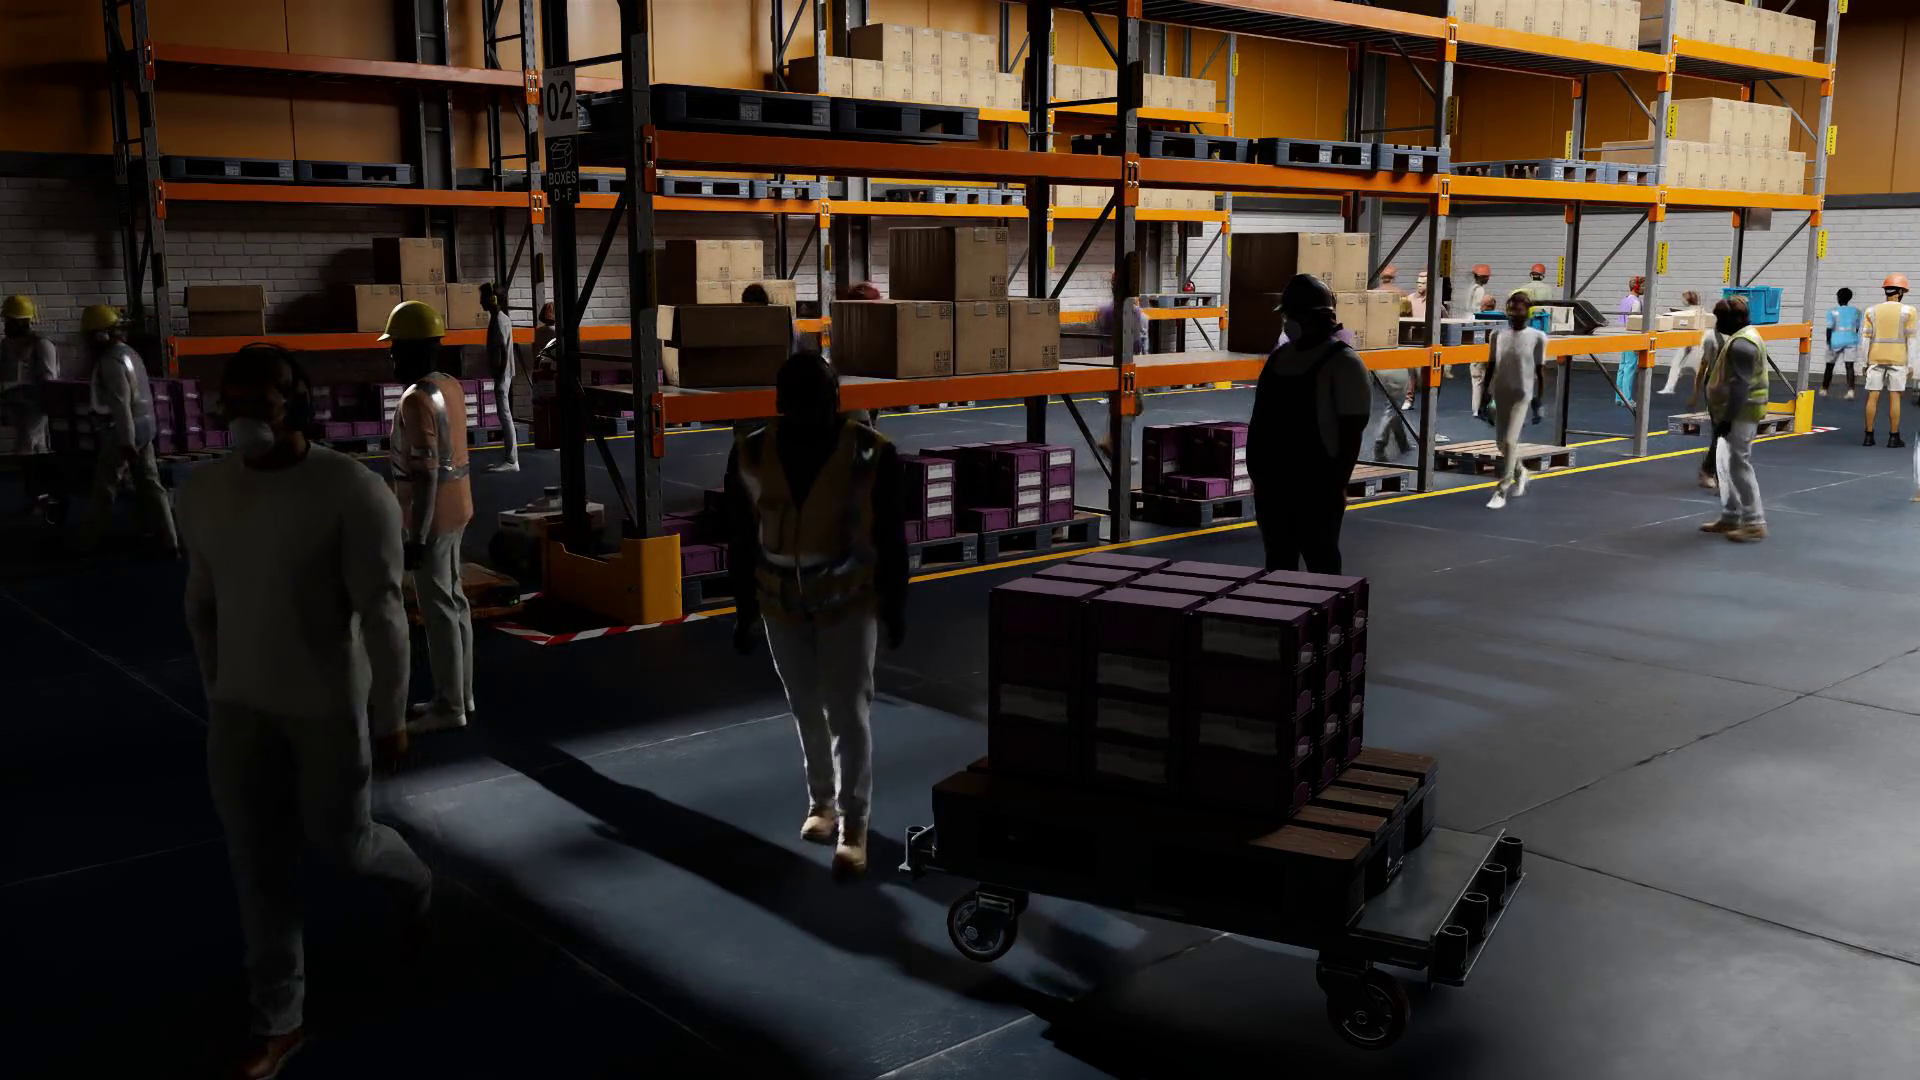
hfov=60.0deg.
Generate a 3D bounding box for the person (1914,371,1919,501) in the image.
[{"bbox_3d":[8.558,-1.255,14.473,0.667,1.852,0.346,-5,11,-26],"label":"person"}]

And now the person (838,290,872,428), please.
[{"bbox_3d":[-0.832,-1.028,13.122,0.341,1.872,0.612,-2,10,-10],"label":"person"}]

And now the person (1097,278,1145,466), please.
[{"bbox_3d":[1.601,-1.728,16.717,0.501,2.028,0.606,-7,12,-35],"label":"person"}]

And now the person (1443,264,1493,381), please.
[{"bbox_3d":[8.687,-3.689,28.305,0.999,2.002,0.621,1,10,6],"label":"person"}]

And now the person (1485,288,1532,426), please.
[{"bbox_3d":[6.873,-2.266,20.711,0.756,1.745,0.530,-4,10,-21],"label":"person"}]

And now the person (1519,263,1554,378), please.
[{"bbox_3d":[10.017,-3.808,28.964,0.622,1.994,0.381,6,11,31],"label":"person"}]

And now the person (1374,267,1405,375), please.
[{"bbox_3d":[7.095,-3.565,27.721,0.614,1.934,1.065,2,10,10],"label":"person"}]

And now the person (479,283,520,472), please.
[{"bbox_3d":[-4.544,-1.596,16.399,0.309,1.864,0.534,-3,10,-15],"label":"person"}]

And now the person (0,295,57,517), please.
[{"bbox_3d":[-7.599,-1.075,13.501,0.666,1.810,0.512,6,12,32],"label":"person"}]

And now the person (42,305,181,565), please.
[{"bbox_3d":[-5.881,-0.712,11.439,0.906,1.782,0.599,-2,10,-10],"label":"person"}]

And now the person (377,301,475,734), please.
[{"bbox_3d":[-2.380,-0.099,7.448,0.366,1.926,0.592,-1,10,-4],"label":"person"}]

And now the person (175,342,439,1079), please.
[{"bbox_3d":[-1.729,0.420,4.472,0.634,1.917,0.792,2,10,12],"label":"person"}]

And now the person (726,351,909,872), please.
[{"bbox_3d":[-0.511,0.242,5.846,0.631,1.803,0.729,2,10,13],"label":"person"}]

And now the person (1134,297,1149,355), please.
[{"bbox_3d":[2.296,-2.533,22.595,0.540,1.627,0.368,4,11,24],"label":"person"}]

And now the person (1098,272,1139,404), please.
[{"bbox_3d":[2.257,-2.879,23.786,0.407,1.910,0.639,-7,12,-36],"label":"person"}]

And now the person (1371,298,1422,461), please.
[{"bbox_3d":[4.584,-1.687,17.432,0.921,1.692,0.503,-8,12,-38],"label":"person"}]

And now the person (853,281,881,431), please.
[{"bbox_3d":[-0.912,-1.238,14.157,0.593,1.913,0.557,-9,13,-44],"label":"person"}]

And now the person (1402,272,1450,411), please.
[{"bbox_3d":[6.348,-2.706,22.790,0.643,1.905,0.400,6,12,33],"label":"person"}]

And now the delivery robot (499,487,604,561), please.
[{"bbox_3d":[-2.766,-0.119,11.304,0.477,0.478,0.707,7,12,37],"label":"delivery robot"}]

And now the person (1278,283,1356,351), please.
[{"bbox_3d":[2.771,-0.988,12.676,0.674,1.913,0.646,-9,13,-42],"label":"person"}]

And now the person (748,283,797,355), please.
[{"bbox_3d":[-1.754,-1.330,14.767,0.658,1.893,0.458,5,11,28],"label":"person"}]

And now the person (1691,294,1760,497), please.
[{"bbox_3d":[6.856,-1.303,14.916,0.532,1.802,0.960,0,10,-1],"label":"person"}]

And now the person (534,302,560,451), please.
[{"bbox_3d":[-4.468,-1.786,18.222,0.500,1.629,0.271,8,13,40],"label":"person"}]

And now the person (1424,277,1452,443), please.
[{"bbox_3d":[5.446,-2.079,19.060,0.390,1.921,0.591,2,10,12],"label":"person"}]

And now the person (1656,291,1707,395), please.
[{"bbox_3d":[11.218,-3.006,25.446,0.848,1.596,0.522,2,10,12],"label":"person"}]

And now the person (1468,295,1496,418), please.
[{"bbox_3d":[6.949,-2.430,22.033,0.527,1.606,0.798,3,10,15],"label":"person"}]

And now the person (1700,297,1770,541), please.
[{"bbox_3d":[5.881,-0.908,12.512,0.520,1.823,0.751,4,11,23],"label":"person"}]

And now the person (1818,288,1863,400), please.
[{"bbox_3d":[13.118,-2.910,24.713,0.529,1.652,0.874,2,10,9],"label":"person"}]

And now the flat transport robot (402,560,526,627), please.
[{"bbox_3d":[-3.230,0.278,10.079,0.652,0.197,1.431,-7,12,-37],"label":"flat transport robot"}]

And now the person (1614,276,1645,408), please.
[{"bbox_3d":[9.425,-2.781,23.390,0.373,1.843,0.570,1,10,4],"label":"person"}]

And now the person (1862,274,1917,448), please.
[{"bbox_3d":[10.339,-1.990,18.522,0.542,1.928,0.374,9,13,43],"label":"person"}]

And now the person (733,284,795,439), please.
[{"bbox_3d":[-1.494,-1.052,13.077,0.627,1.916,0.877,7,12,35],"label":"person"}]

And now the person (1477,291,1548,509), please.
[{"bbox_3d":[4.753,-1.210,14.245,0.538,1.838,0.865,8,13,39],"label":"person"}]

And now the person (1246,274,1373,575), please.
[{"bbox_3d":[1.719,-0.337,8.510,0.538,2.000,0.682,-7,12,-34],"label":"person"}]
